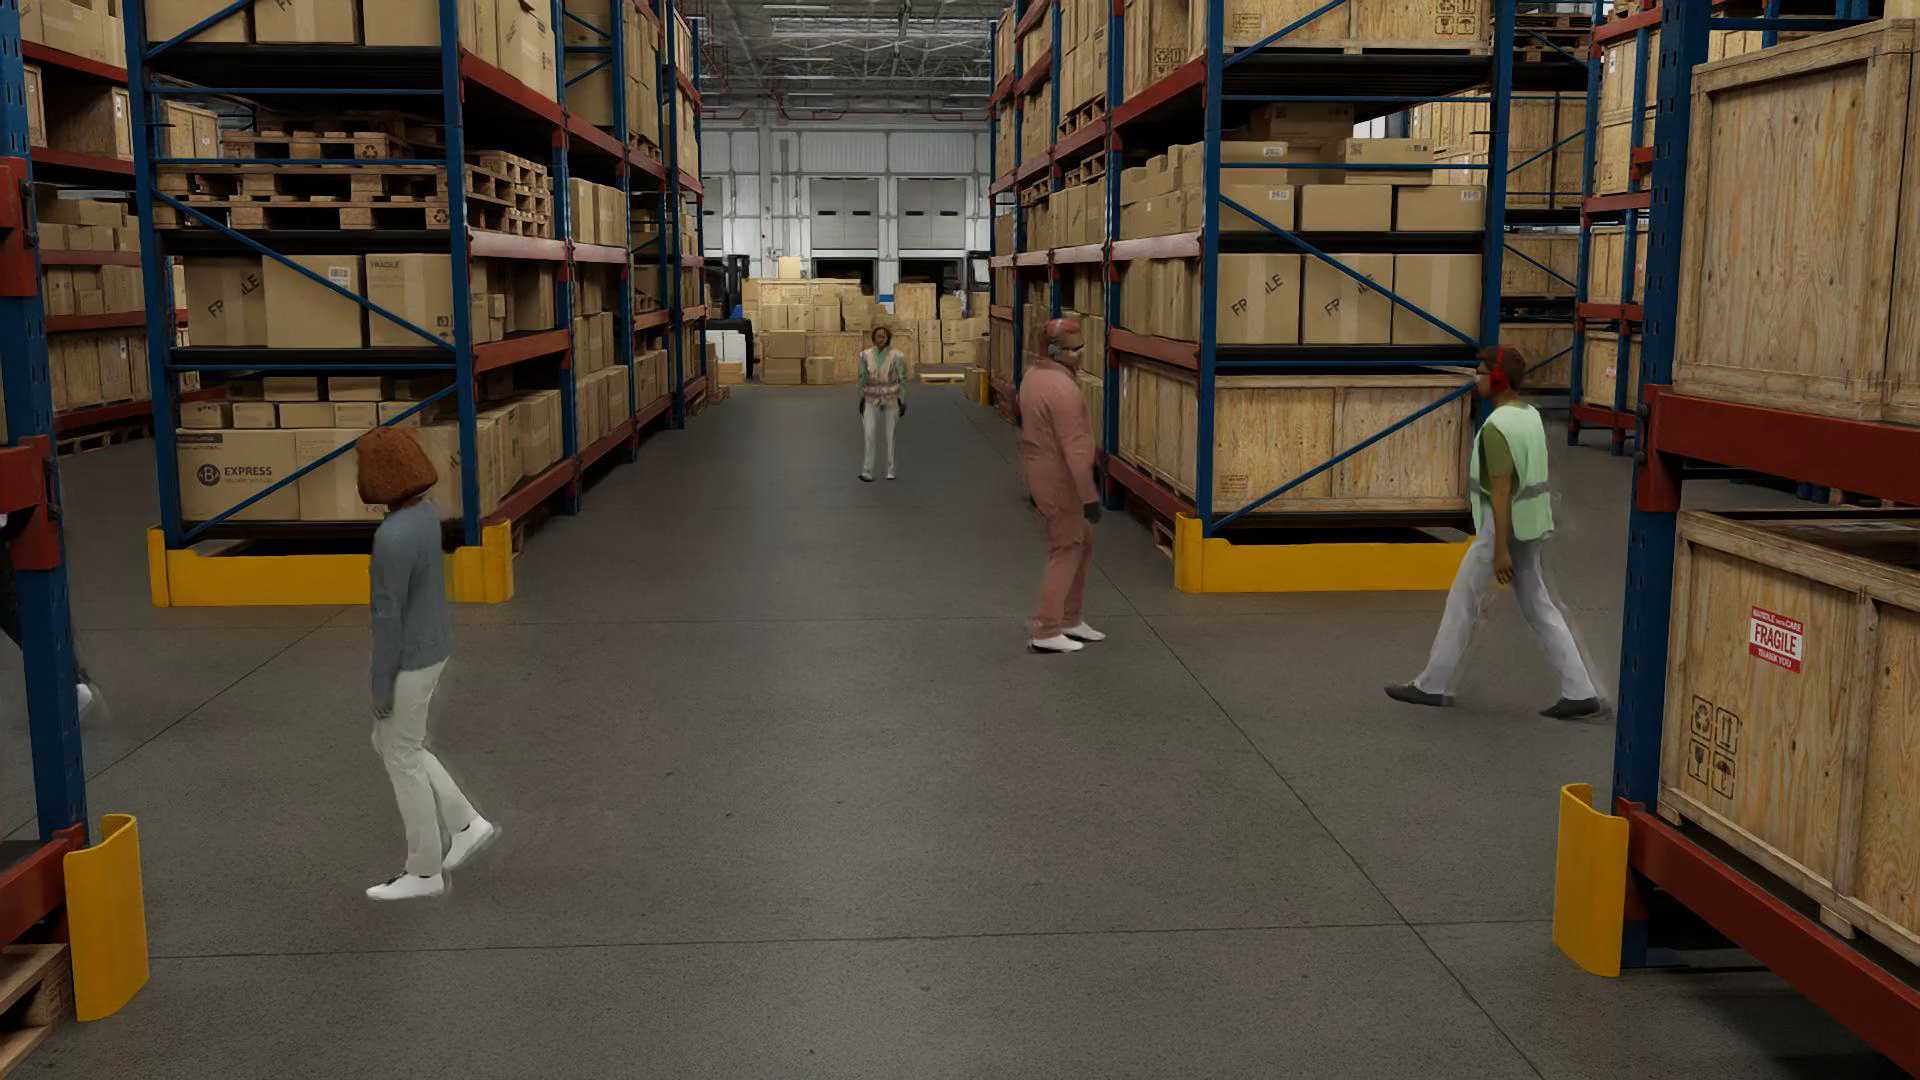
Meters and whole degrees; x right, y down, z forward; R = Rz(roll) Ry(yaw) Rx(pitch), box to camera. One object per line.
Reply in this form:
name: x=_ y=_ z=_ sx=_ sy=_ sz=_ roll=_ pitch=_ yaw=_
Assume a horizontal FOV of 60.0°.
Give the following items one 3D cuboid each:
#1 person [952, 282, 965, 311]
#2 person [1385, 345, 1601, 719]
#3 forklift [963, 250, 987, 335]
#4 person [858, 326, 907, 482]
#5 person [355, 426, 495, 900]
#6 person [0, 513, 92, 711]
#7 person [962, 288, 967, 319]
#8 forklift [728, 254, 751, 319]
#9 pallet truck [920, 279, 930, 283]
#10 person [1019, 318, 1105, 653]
person: x=-0.120 y=-8.448 z=60.537 sx=0.465 sy=1.866 sz=0.585 roll=-7 pitch=11 yaw=-37
person: x=2.615 y=-0.033 z=7.959 sx=1.007 sy=1.795 sz=0.581 roll=7 pitch=11 yaw=37
forklift: x=0.693 y=-6.956 z=48.005 sx=1.129 sy=2.768 sz=1.873 roll=-1 pitch=9 yaw=-7
person: x=-0.804 y=-1.384 z=17.025 sx=0.537 sy=1.594 sz=0.834 roll=1 pitch=9 yaw=9
person: x=-1.875 y=0.421 z=5.622 sx=0.364 sy=1.617 sz=0.518 roll=-1 pitch=9 yaw=-4
person: x=-4.547 y=-0.030 z=7.671 sx=0.950 sy=1.884 sz=0.589 roll=2 pitch=9 yaw=9
person: x=0.313 y=-9.201 z=66.055 sx=0.719 sy=1.613 sz=0.522 roll=-9 pitch=12 yaw=-43
forklift: x=-7.609 y=-8.483 z=57.593 sx=1.873 sy=2.768 sz=1.129 roll=5 pitch=10 yaw=27
pallet truck: x=-0.932 y=-8.922 z=63.114 sx=1.885 sy=1.965 sz=0.823 roll=2 pitch=9 yaw=13
person: x=0.664 y=-0.298 z=9.321 sx=0.628 sy=1.874 sz=0.674 roll=-2 pitch=9 yaw=-15
